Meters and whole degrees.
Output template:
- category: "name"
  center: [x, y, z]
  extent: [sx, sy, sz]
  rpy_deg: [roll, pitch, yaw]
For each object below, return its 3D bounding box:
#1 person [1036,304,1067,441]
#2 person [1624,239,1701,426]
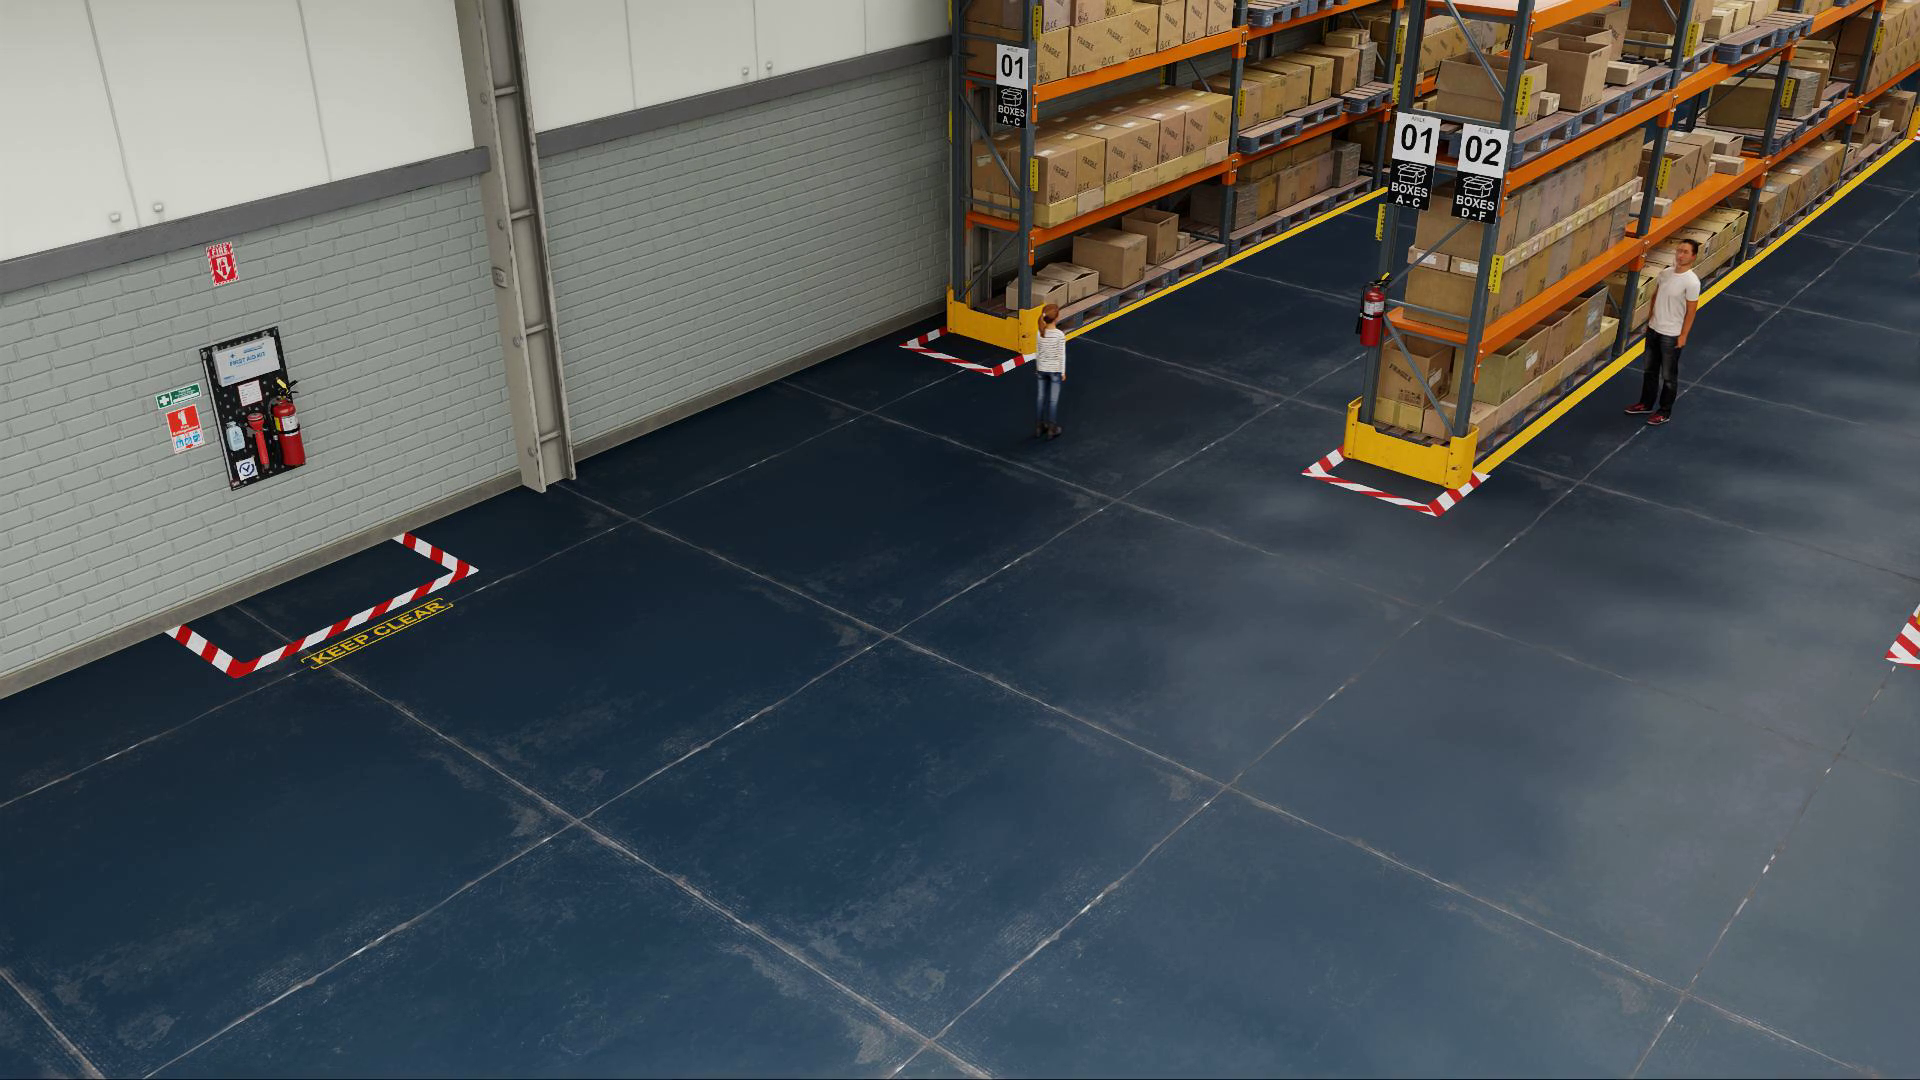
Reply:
- category: "person"
  center: [0.840, -1.586, 15.653]
  extent: [0.479, 1.314, 0.506]
  rpy_deg: [17, 33, 29]
- category: "person"
  center: [6.785, -2.006, 15.920]
  extent: [0.696, 1.804, 0.717]
  rpy_deg: [-11, 30, -20]
